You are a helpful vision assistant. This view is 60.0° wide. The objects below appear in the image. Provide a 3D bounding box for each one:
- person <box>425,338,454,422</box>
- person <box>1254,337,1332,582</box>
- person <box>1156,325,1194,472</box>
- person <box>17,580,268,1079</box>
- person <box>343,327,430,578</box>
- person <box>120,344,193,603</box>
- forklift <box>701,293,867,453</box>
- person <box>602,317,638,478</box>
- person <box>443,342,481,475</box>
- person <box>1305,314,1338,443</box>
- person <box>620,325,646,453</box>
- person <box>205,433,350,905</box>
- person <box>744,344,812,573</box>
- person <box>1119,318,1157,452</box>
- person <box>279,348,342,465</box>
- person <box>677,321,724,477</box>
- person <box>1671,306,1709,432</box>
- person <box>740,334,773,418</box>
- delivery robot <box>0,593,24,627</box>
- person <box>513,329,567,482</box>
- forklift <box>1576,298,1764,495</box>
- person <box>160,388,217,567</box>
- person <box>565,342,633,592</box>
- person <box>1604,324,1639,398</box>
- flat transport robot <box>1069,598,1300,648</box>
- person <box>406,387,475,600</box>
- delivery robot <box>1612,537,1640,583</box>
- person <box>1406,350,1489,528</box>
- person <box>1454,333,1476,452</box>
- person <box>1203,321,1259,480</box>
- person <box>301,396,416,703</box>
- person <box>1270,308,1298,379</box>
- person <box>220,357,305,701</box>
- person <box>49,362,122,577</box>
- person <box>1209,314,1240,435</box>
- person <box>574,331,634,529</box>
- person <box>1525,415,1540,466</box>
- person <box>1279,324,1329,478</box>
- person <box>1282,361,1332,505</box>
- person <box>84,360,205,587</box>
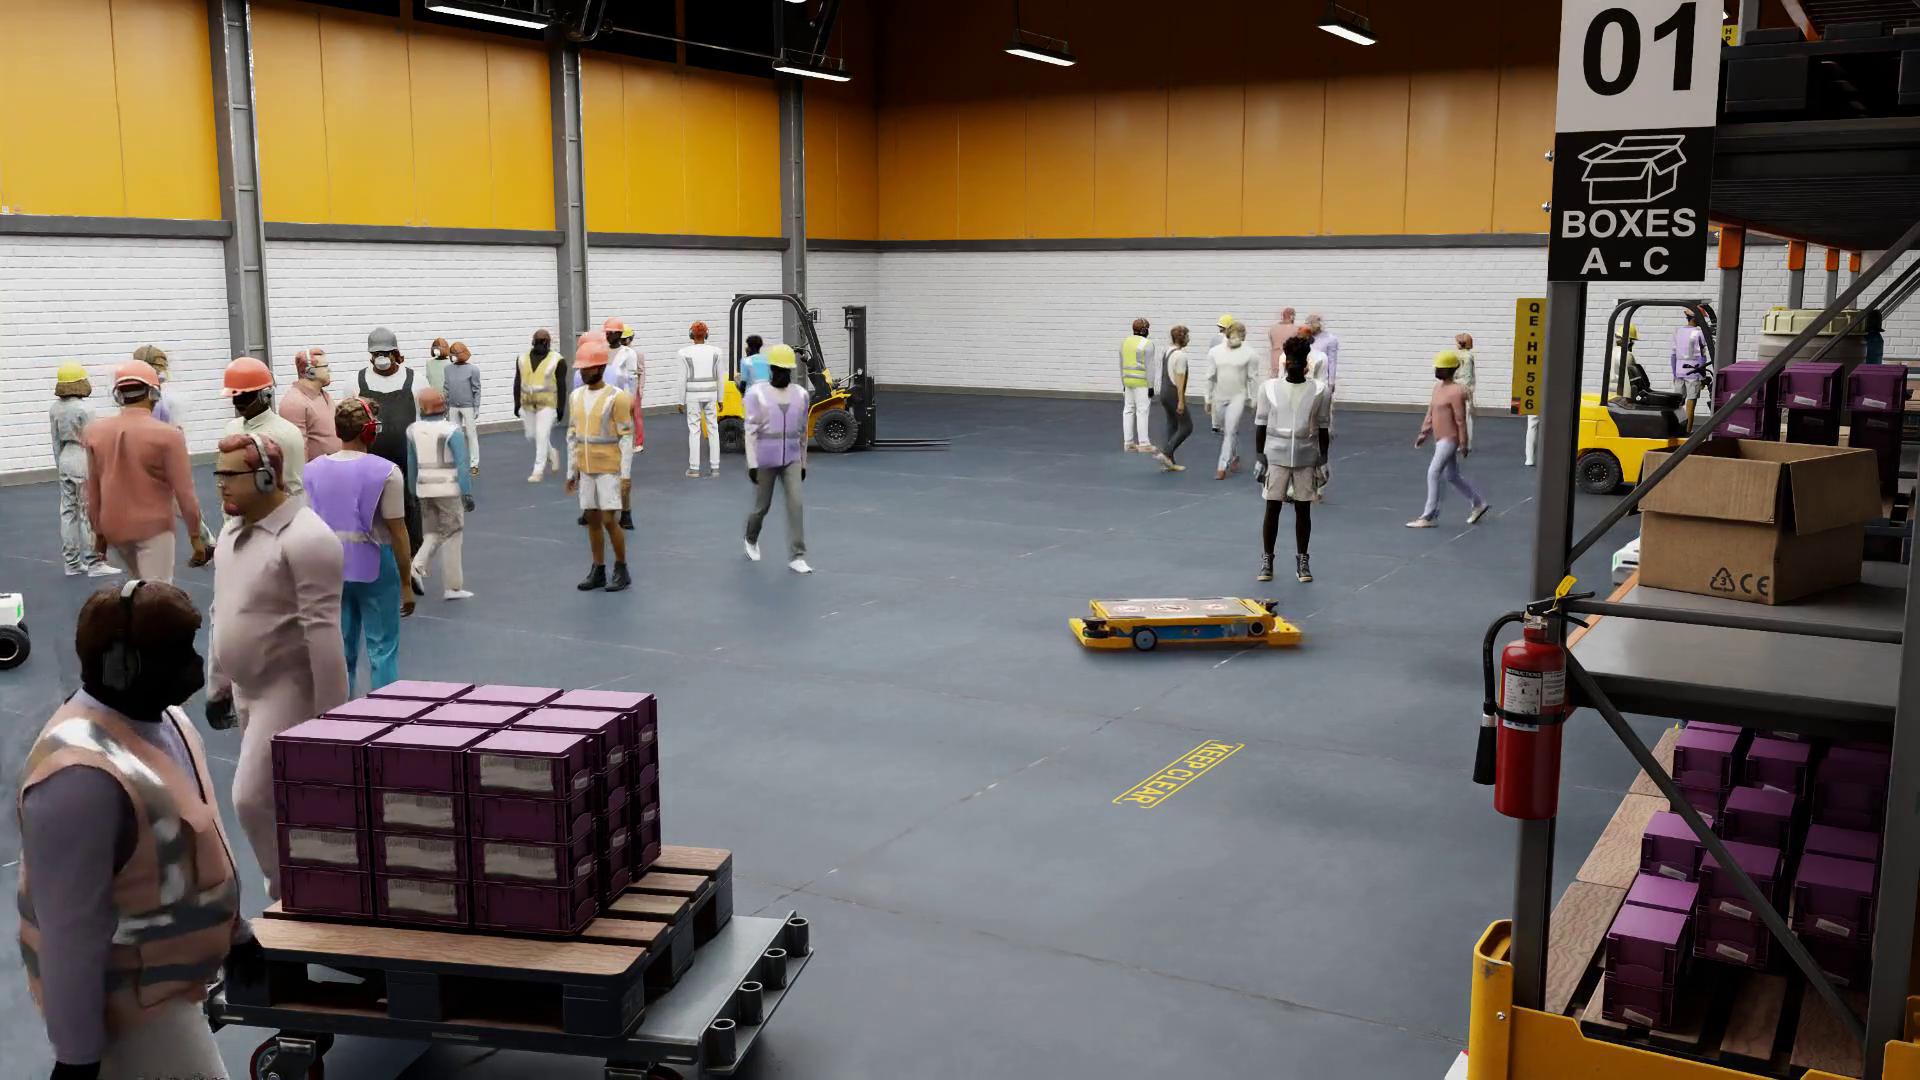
[{"bbox_3d":[-6.673,-1.787,21.430,0.499,1.636,0.286,3,9,16],"label":"person"},{"bbox_3d":[2.646,-0.640,13.270,0.600,1.959,0.376,1,9,8],"label":"person"},{"bbox_3d":[2.667,-1.729,20.469,0.398,1.829,0.546,-3,10,-18],"label":"person"},{"bbox_3d":[-1.738,0.971,3.710,0.948,1.789,0.641,-2,9,-14],"label":"person"},{"bbox_3d":[-4.562,-0.686,13.304,0.689,2.000,0.537,-3,9,-16],"label":"person"},{"bbox_3d":[-5.990,-0.473,12.308,0.375,1.934,0.628,-7,11,-36],"label":"person"},{"bbox_3d":[-2.458,-2.344,23.176,2.313,2.155,1.214,0,9,-2],"label":"forklift"},{"bbox_3d":[-4.111,-1.672,19.797,0.555,1.939,0.375,2,9,14],"label":"person"},{"bbox_3d":[-6.076,-1.601,20.278,0.499,1.633,0.278,2,9,15],"label":"person"},{"bbox_3d":[5.104,-2.304,23.947,0.661,1.867,0.684,7,11,37],"label":"person"},{"bbox_3d":[-4.564,-2.076,22.861,0.526,1.760,0.339,5,10,26],"label":"person"},{"bbox_3d":[-2.548,0.557,6.025,0.671,1.885,0.608,8,12,40],"label":"person"},{"bbox_3d":[-1.550,-0.700,13.893,0.598,1.891,0.917,-5,10,-27],"label":"person"},{"bbox_3d":[2.471,-2.135,22.970,0.430,1.844,0.624,-7,11,-37],"label":"person"},{"bbox_3d":[-4.732,-0.456,12.284,0.409,1.907,0.651,0,9,-1],"label":"person"},{"bbox_3d":[-3.132,-1.699,20.121,0.576,1.882,0.355,-4,10,-24],"label":"person"},{"bbox_3d":[10.454,-2.365,23.788,0.388,2.036,0.615,-3,10,-17],"label":"person"},{"bbox_3d":[-2.607,-1.855,21.746,0.542,1.672,0.589,-6,11,-35],"label":"person"},{"bbox_3d":[-6.230,0.482,10.342,0.707,0.478,0.477,-5,11,-30],"label":"delivery robot"},{"bbox_3d":[-4.962,-1.612,19.800,0.643,1.816,0.734,2,9,12],"label":"person"},{"bbox_3d":[7.954,-1.589,18.462,2.313,2.155,1.214,5,11,30],"label":"forklift"},{"bbox_3d":[-6.461,-0.623,13.593,0.512,1.834,0.861,2,9,15],"label":"person"},{"bbox_3d":[-2.802,-0.550,12.819,0.559,1.929,0.399,5,10,28],"label":"person"},{"bbox_3d":[8.288,-1.786,20.838,0.403,1.826,0.586,-1,9,-5],"label":"person"},{"bbox_3d":[1.487,0.545,11.126,1.431,0.197,0.652,-1,9,-5],"label":"flat transport robot"},{"bbox_3d":[-3.915,-0.331,12.440,0.538,1.625,0.426,4,10,26],"label":"person"},{"bbox_3d":[5.116,0.153,12.395,0.477,0.478,0.707,6,11,34],"label":"delivery robot"},{"bbox_3d":[4.777,-0.982,16.105,0.848,1.733,0.516,-1,9,-6],"label":"person"},{"bbox_3d":[6.959,-2.033,22.970,0.315,1.636,0.515,1,9,8],"label":"person"},{"bbox_3d":[3.287,-1.699,20.106,0.636,1.893,0.951,4,10,25],"label":"person"},{"bbox_3d":[-3.001,0.207,8.332,0.567,1.845,0.386,2,9,15],"label":"person"},{"bbox_3d":[5.586,-2.992,28.233,0.943,1.863,0.662,-8,12,-41],"label":"person"},{"bbox_3d":[-3.980,-0.045,9.471,0.608,1.988,0.387,4,10,26],"label":"person"},{"bbox_3d":[-7.132,-0.570,13.501,0.487,1.746,0.287,4,10,21],"label":"person"},{"bbox_3d":[4.048,-2.521,25.401,0.403,1.834,0.588,-4,10,-26],"label":"person"},{"bbox_3d":[-3.481,-1.046,15.988,0.597,1.895,0.727,-9,13,-44],"label":"person"},{"bbox_3d":[7.431,-1.887,21.158,0.594,1.922,0.386,4,10,25],"label":"person"},{"bbox_3d":[3.992,-1.577,19.390,0.579,1.872,0.518,2,9,12],"label":"person"},{"bbox_3d":[3.641,-1.151,17.642,0.731,1.572,0.538,-6,11,-32],"label":"person"},{"bbox_3d":[-4.688,-0.063,9.663,0.677,1.952,0.742,2,9,11],"label":"person"}]
